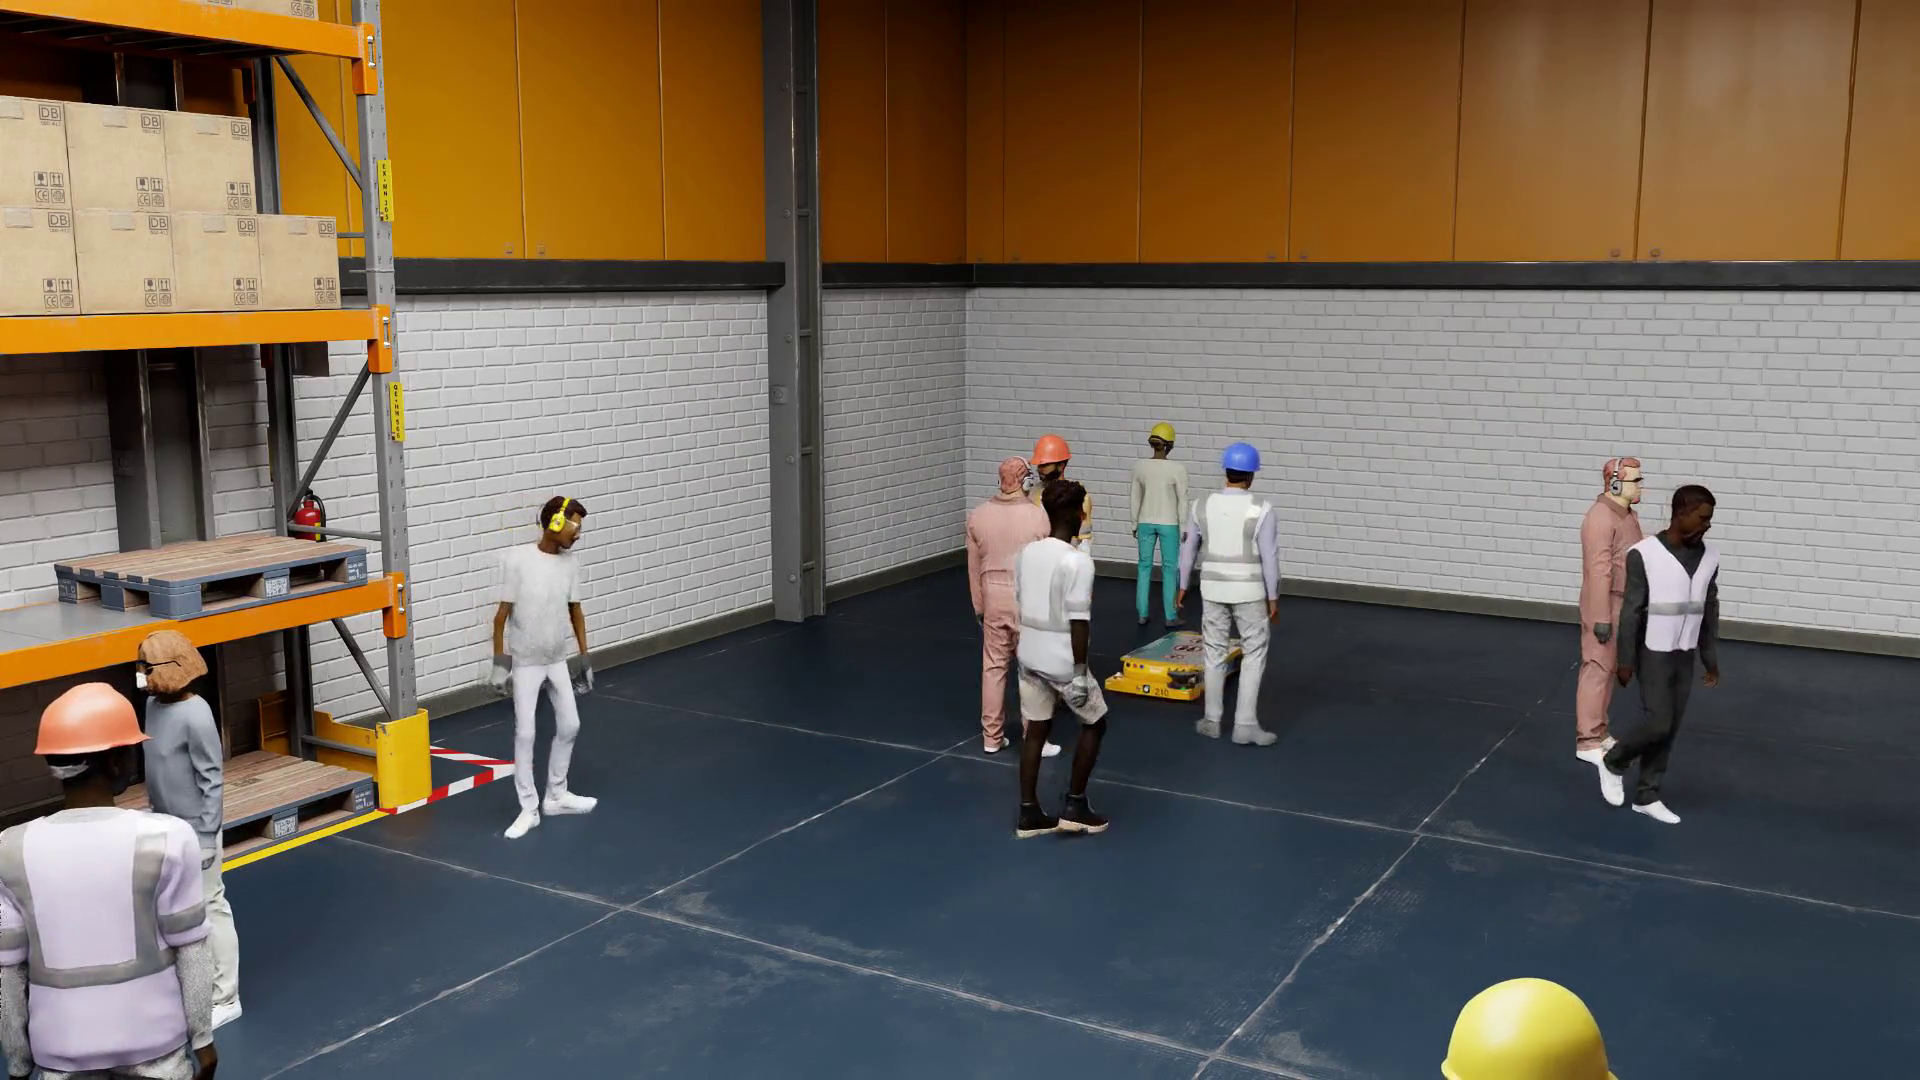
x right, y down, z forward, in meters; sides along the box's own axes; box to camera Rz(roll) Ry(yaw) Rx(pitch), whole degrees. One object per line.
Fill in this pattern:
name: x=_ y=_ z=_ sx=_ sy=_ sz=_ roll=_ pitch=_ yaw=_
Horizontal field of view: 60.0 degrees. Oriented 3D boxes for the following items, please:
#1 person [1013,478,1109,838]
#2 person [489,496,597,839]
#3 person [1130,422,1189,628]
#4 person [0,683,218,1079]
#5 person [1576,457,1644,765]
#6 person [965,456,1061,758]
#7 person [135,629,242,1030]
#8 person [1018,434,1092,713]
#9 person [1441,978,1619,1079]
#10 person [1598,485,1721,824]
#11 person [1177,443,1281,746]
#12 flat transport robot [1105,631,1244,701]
person: x=0.565 y=0.634 z=8.942 sx=0.640 sy=1.942 sz=0.629 roll=-7 pitch=11 yaw=-36
person: x=-2.280 y=0.681 z=9.046 sx=0.335 sy=1.833 sz=0.658 roll=9 pitch=13 yaw=44
person: x=1.715 y=-0.128 z=14.277 sx=0.528 sy=1.767 sz=0.329 roll=5 pitch=10 yaw=28
person: x=-2.320 y=1.347 z=4.551 sx=0.545 sy=1.933 sz=0.376 roll=-2 pitch=9 yaw=-13
person: x=4.056 y=0.435 z=10.318 sx=0.403 sy=1.911 sz=0.637 roll=6 pitch=11 yaw=32
person: x=0.360 y=0.423 z=10.403 sx=0.643 sy=1.908 sz=0.411 roll=5 pitch=11 yaw=30
person: x=-3.106 y=1.158 z=6.658 sx=0.502 sy=1.632 sz=0.279 roll=8 pitch=12 yaw=41
person: x=0.643 y=0.232 z=11.500 sx=0.551 sy=1.932 sz=0.376 roll=9 pitch=13 yaw=44
person: x=0.862 y=1.641 z=2.731 sx=0.386 sy=1.925 sz=0.591 roll=-5 pitch=11 yaw=-30
person: x=3.904 y=0.625 z=9.209 sx=0.603 sy=1.889 sz=0.462 roll=-4 pitch=10 yaw=-22
person: x=1.734 y=0.344 z=10.786 sx=0.755 sy=1.947 sz=0.462 roll=6 pitch=11 yaw=33
flat transport robot: x=1.675 y=0.917 z=12.403 sx=0.652 sy=0.197 sz=1.431 roll=5 pitch=10 yaw=29
